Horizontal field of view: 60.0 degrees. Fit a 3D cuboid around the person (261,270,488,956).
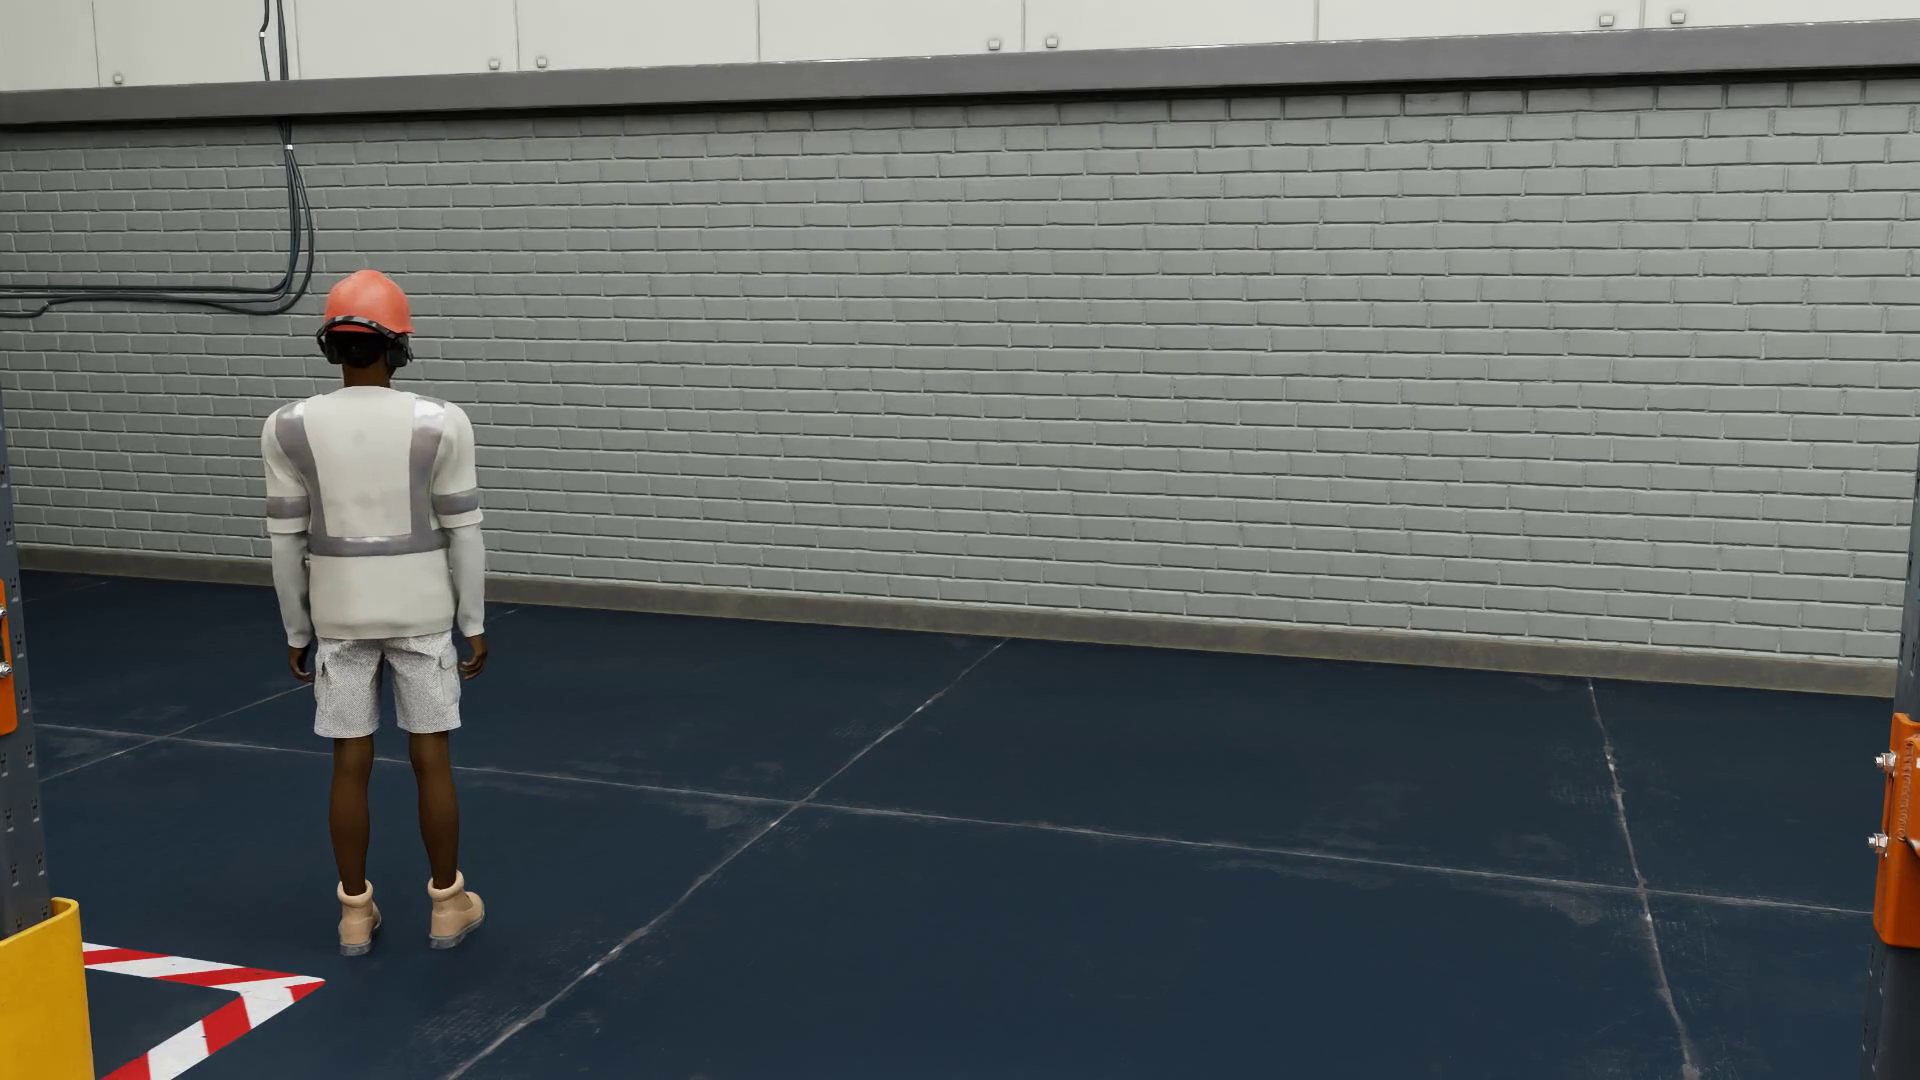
[{"bbox_3d":[-1.722,0.228,4.972,0.607,2.044,0.374,-2,10,-9],"label":"person"}]
